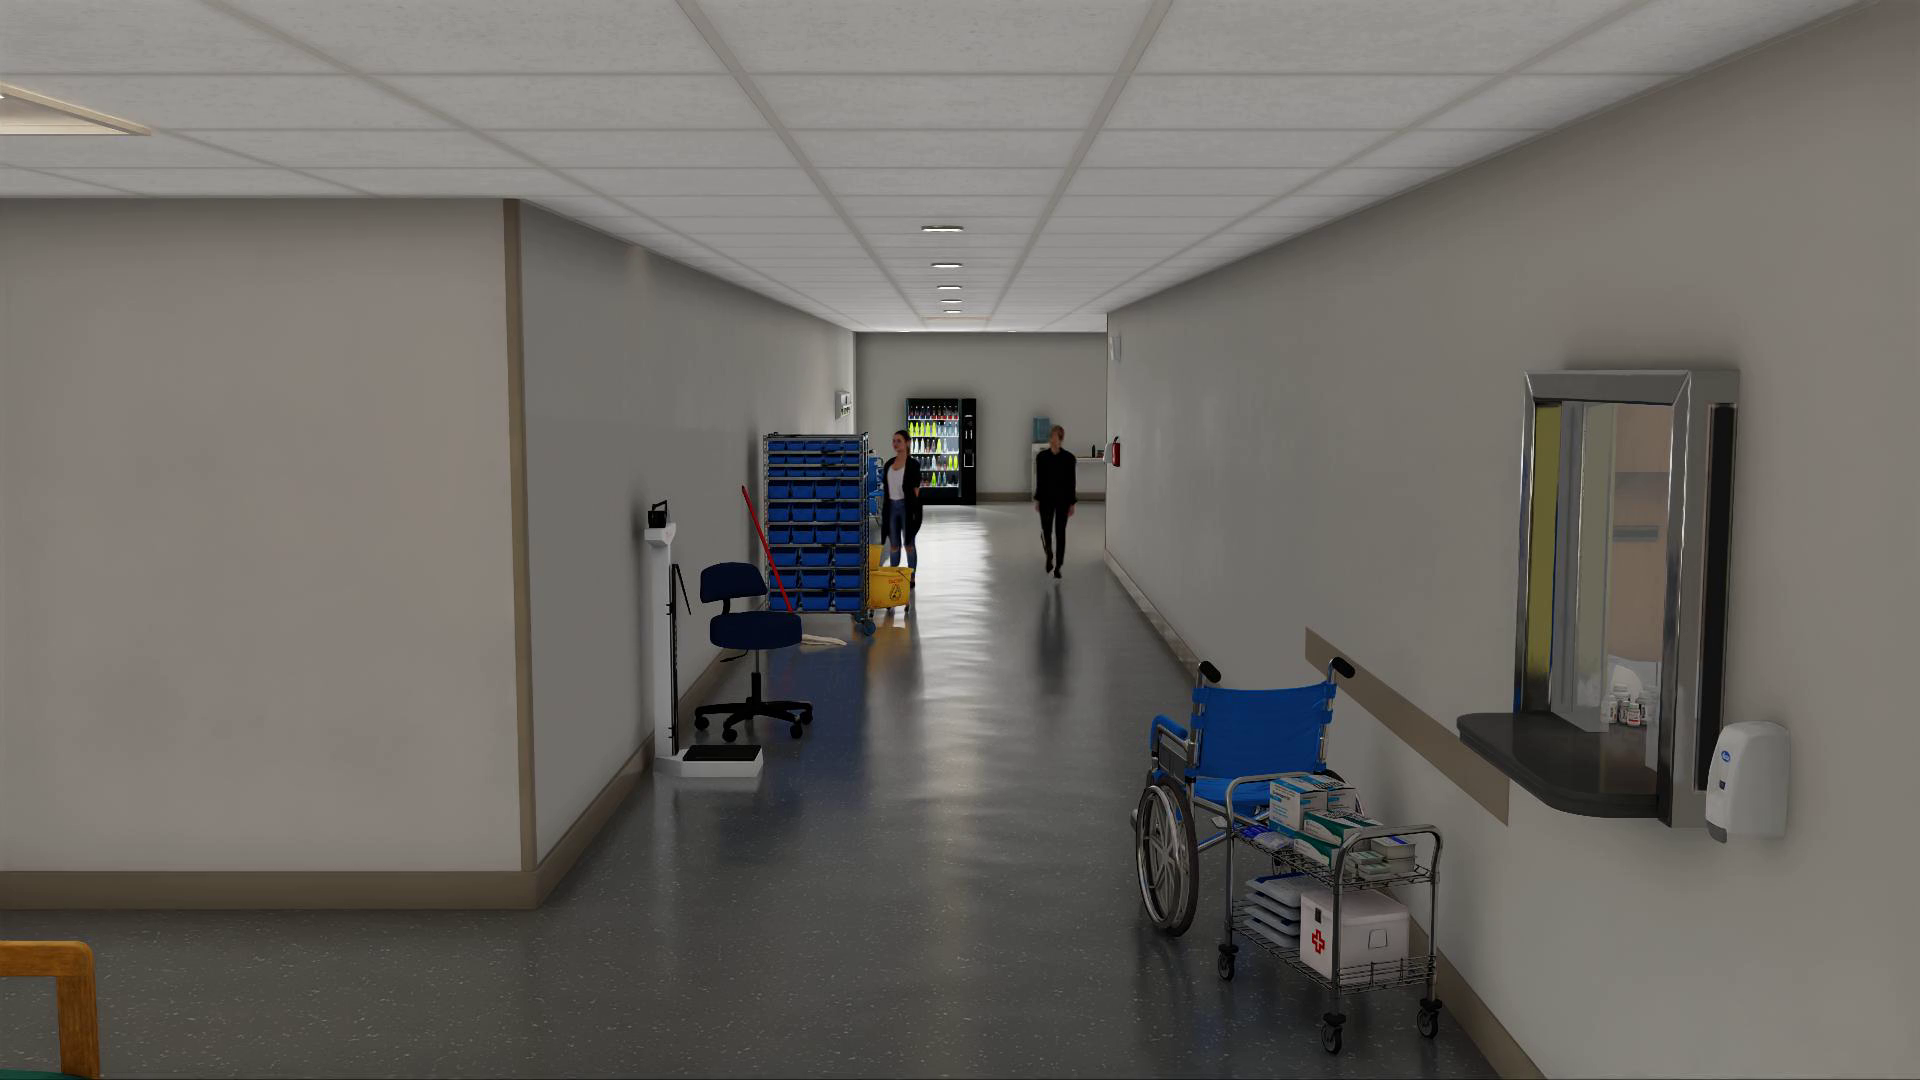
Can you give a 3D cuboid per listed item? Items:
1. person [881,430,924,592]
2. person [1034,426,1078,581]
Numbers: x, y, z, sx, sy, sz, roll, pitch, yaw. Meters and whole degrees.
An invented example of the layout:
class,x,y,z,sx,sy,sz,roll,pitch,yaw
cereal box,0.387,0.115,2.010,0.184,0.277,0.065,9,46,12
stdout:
class,x,y,z,sx,sy,sz,roll,pitch,yaw
person,-0.600,-0.314,17.439,0.674,1.683,0.781,4,7,31
person,1.014,-0.379,18.056,0.817,1.690,0.750,1,6,8
